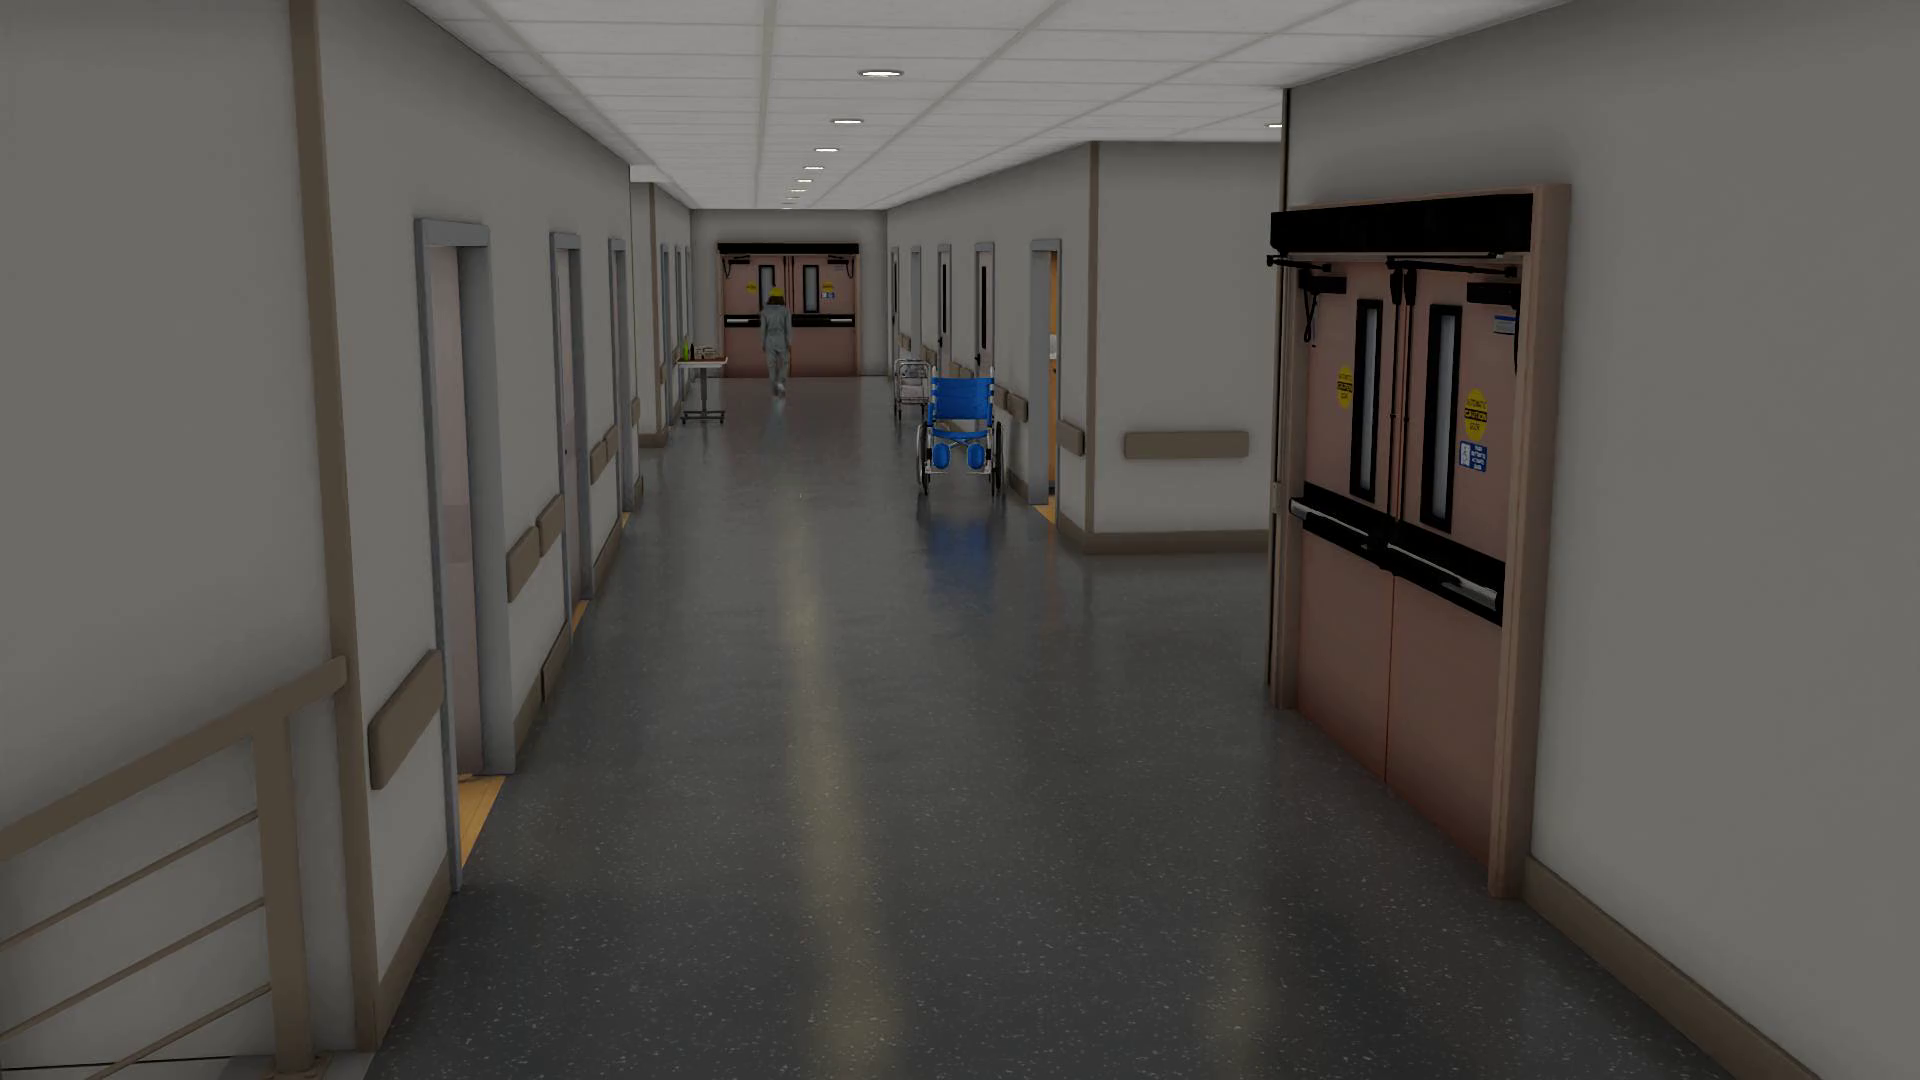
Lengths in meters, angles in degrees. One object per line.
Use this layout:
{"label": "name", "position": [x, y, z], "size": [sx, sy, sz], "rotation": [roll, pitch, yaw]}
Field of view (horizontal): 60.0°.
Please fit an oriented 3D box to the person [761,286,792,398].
{"label": "person", "position": [-2.831, -3.038, 25.638], "size": [0.486, 1.730, 0.413], "rotation": [1, 10, 3]}
